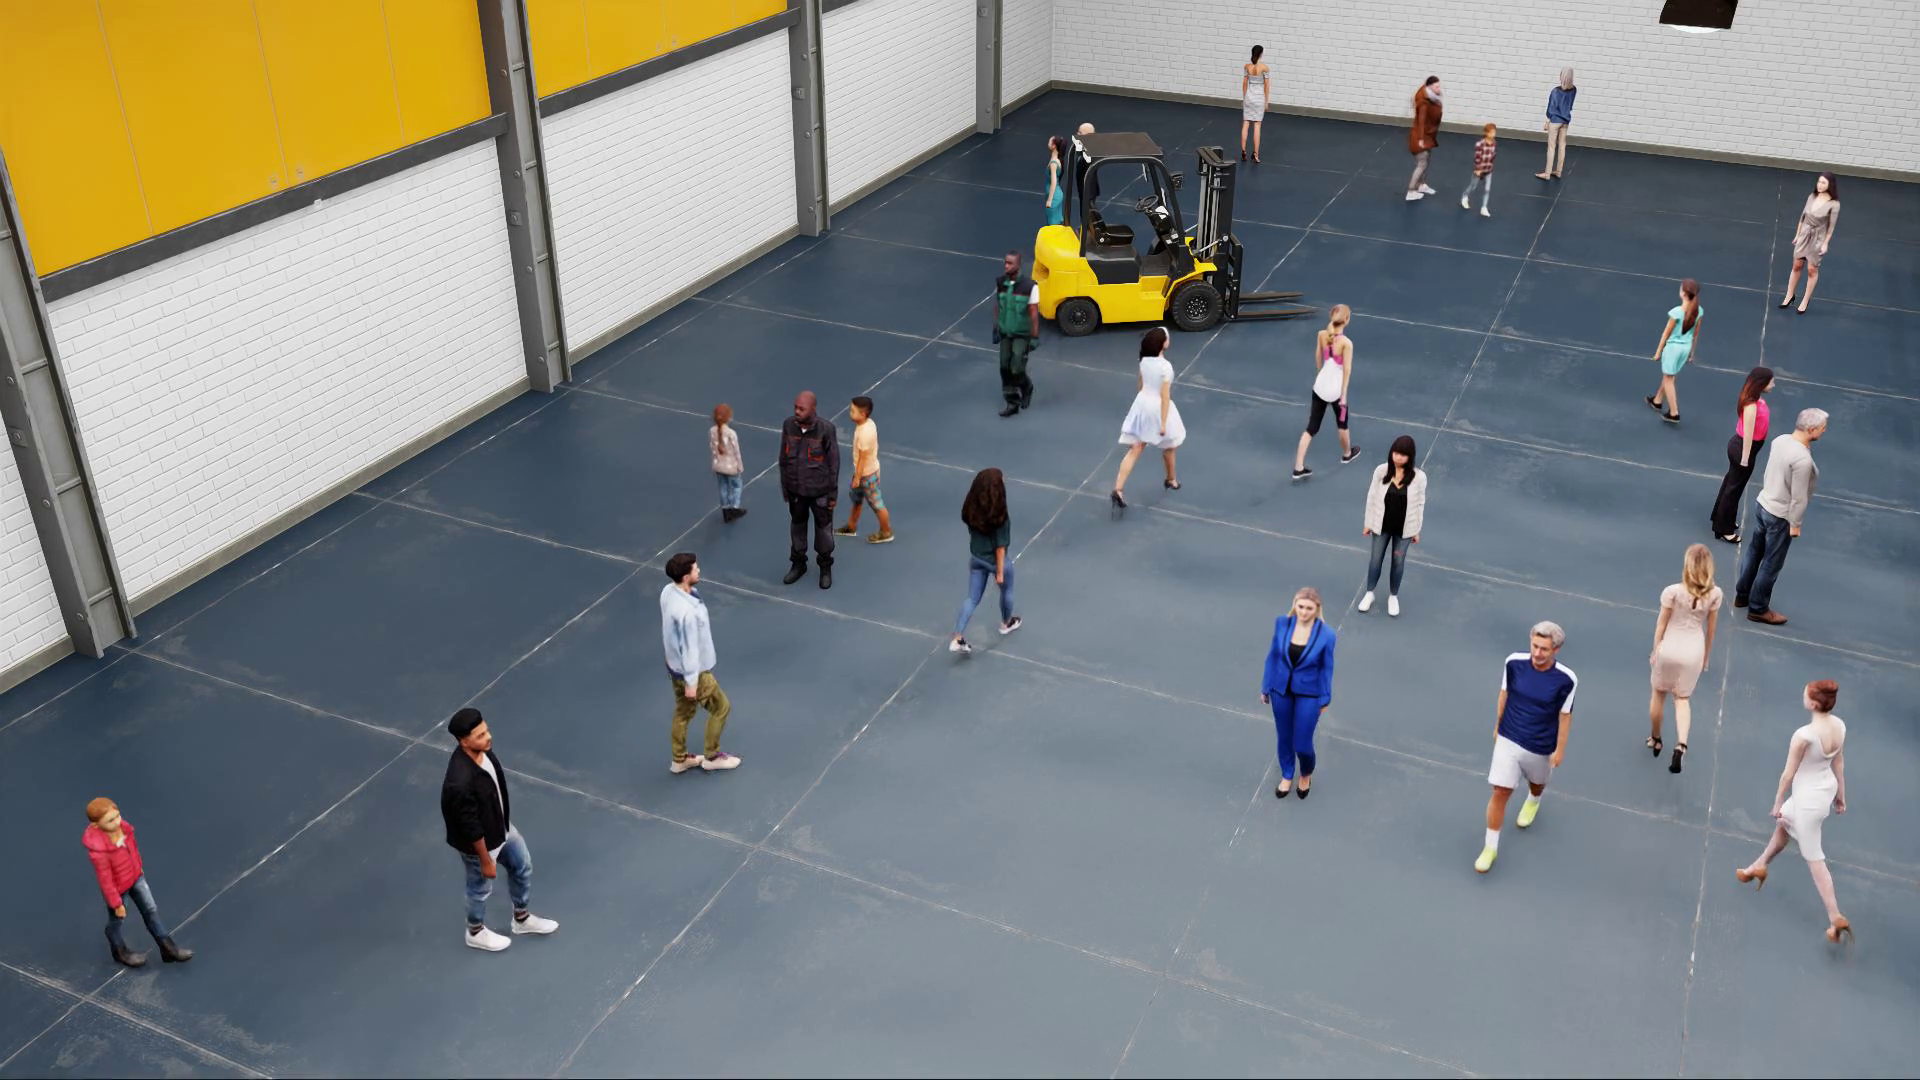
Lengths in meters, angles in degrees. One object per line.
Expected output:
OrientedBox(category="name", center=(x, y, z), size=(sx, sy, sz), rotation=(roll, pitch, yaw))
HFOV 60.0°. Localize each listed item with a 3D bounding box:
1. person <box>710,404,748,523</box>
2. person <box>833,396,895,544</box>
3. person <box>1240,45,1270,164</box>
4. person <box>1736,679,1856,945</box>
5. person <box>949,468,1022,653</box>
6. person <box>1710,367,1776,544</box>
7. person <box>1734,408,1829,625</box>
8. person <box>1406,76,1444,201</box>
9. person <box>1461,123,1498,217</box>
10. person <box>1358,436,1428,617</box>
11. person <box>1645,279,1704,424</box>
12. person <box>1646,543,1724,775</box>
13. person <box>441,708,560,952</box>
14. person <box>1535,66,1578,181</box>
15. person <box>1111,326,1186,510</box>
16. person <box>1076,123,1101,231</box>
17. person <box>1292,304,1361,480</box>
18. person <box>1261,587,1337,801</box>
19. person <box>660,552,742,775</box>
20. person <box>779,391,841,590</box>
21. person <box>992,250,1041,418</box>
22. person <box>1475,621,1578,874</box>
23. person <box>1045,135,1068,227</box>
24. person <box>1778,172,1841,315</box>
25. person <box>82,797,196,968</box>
OrientedBox(category="person", center=(-2.182, -0.696, 15.467), size=(0.517, 1.184, 0.523), rotation=(11, 30, 19))
OrientedBox(category="person", center=(-0.771, -0.635, 15.083), size=(0.850, 1.447, 0.858), rotation=(-3, 29, -5))
OrientedBox(category="person", center=(4.599, -6.834, 26.055), size=(0.632, 1.822, 0.580), rotation=(19, 34, 30))
OrientedBox(category="person", center=(5.414, 1.728, 10.443), size=(1.123, 1.741, 1.102), rotation=(-13, 31, -23))
OrientedBox(category="person", center=(0.174, 0.198, 13.414), size=(0.779, 1.581, 1.136), rotation=(22, 35, 34))
OrientedBox(category="person", center=(7.148, -0.796, 15.152), size=(0.643, 1.662, 0.454), rotation=(11, 31, 20))
OrientedBox(category="person", center=(6.820, -0.220, 13.849), size=(0.882, 1.899, 0.731), rotation=(0, 29, 1))
OrientedBox(category="person", center=(6.725, -5.856, 24.270), size=(0.862, 1.814, 0.647), rotation=(7, 29, 12))
OrientedBox(category="person", center=(7.462, -5.345, 23.883), size=(0.829, 1.287, 0.940), rotation=(-6, 29, -11))
OrientedBox(category="person", center=(3.643, -0.137, 13.972), size=(0.648, 1.635, 0.582), rotation=(9, 30, 15))
OrientedBox(category="person", center=(7.531, -1.961, 17.418), size=(0.889, 1.538, 0.994), rotation=(-7, 29, -12))
OrientedBox(category="person", center=(5.154, 0.892, 11.901), size=(0.744, 1.812, 0.994), rotation=(4, 29, 8))
OrientedBox(category="person", center=(-3.040, 1.794, 10.270), size=(0.898, 1.792, 0.856), rotation=(3, 29, 5))
OrientedBox(category="person", center=(9.109, -6.348, 25.293), size=(0.688, 1.698, 0.771), rotation=(-14, 32, -24))
OrientedBox(category="person", center=(1.730, -1.095, 15.584), size=(1.277, 1.774, 0.963), rotation=(-22, 36, -35))
OrientedBox(category="person", center=(1.699, -4.637, 22.052), size=(0.814, 1.798, 0.689), rotation=(-2, 29, -3))
OrientedBox(category="person", center=(3.524, -1.395, 16.175), size=(1.246, 1.734, 0.975), rotation=(-22, 35, -34))
OrientedBox(category="person", center=(2.404, 1.042, 11.752), size=(0.643, 1.691, 0.598), rotation=(16, 32, 27))
OrientedBox(category="person", center=(-2.015, 0.929, 11.852), size=(0.933, 1.795, 0.878), rotation=(-12, 31, -22))
OrientedBox(category="person", center=(-1.293, -0.479, 14.408), size=(0.735, 1.819, 0.653), rotation=(7, 29, 12))
OrientedBox(category="person", center=(0.631, -2.185, 17.525), size=(0.762, 1.827, 0.792), rotation=(19, 34, 30))
OrientedBox(category="person", center=(3.841, 1.303, 11.161), size=(0.731, 1.799, 1.194), rotation=(17, 33, 28))
OrientedBox(category="person", center=(1.238, -4.500, 21.917), size=(0.652, 1.687, 0.477), rotation=(7, 29, 13))
OrientedBox(category="person", center=(10.380, -3.631, 20.262), size=(0.687, 1.746, 0.670), rotation=(-16, 33, -27))
OrientedBox(category="person", center=(-5.207, 2.102, 10.216), size=(0.691, 1.301, 0.745), rotation=(7, 29, 12))
